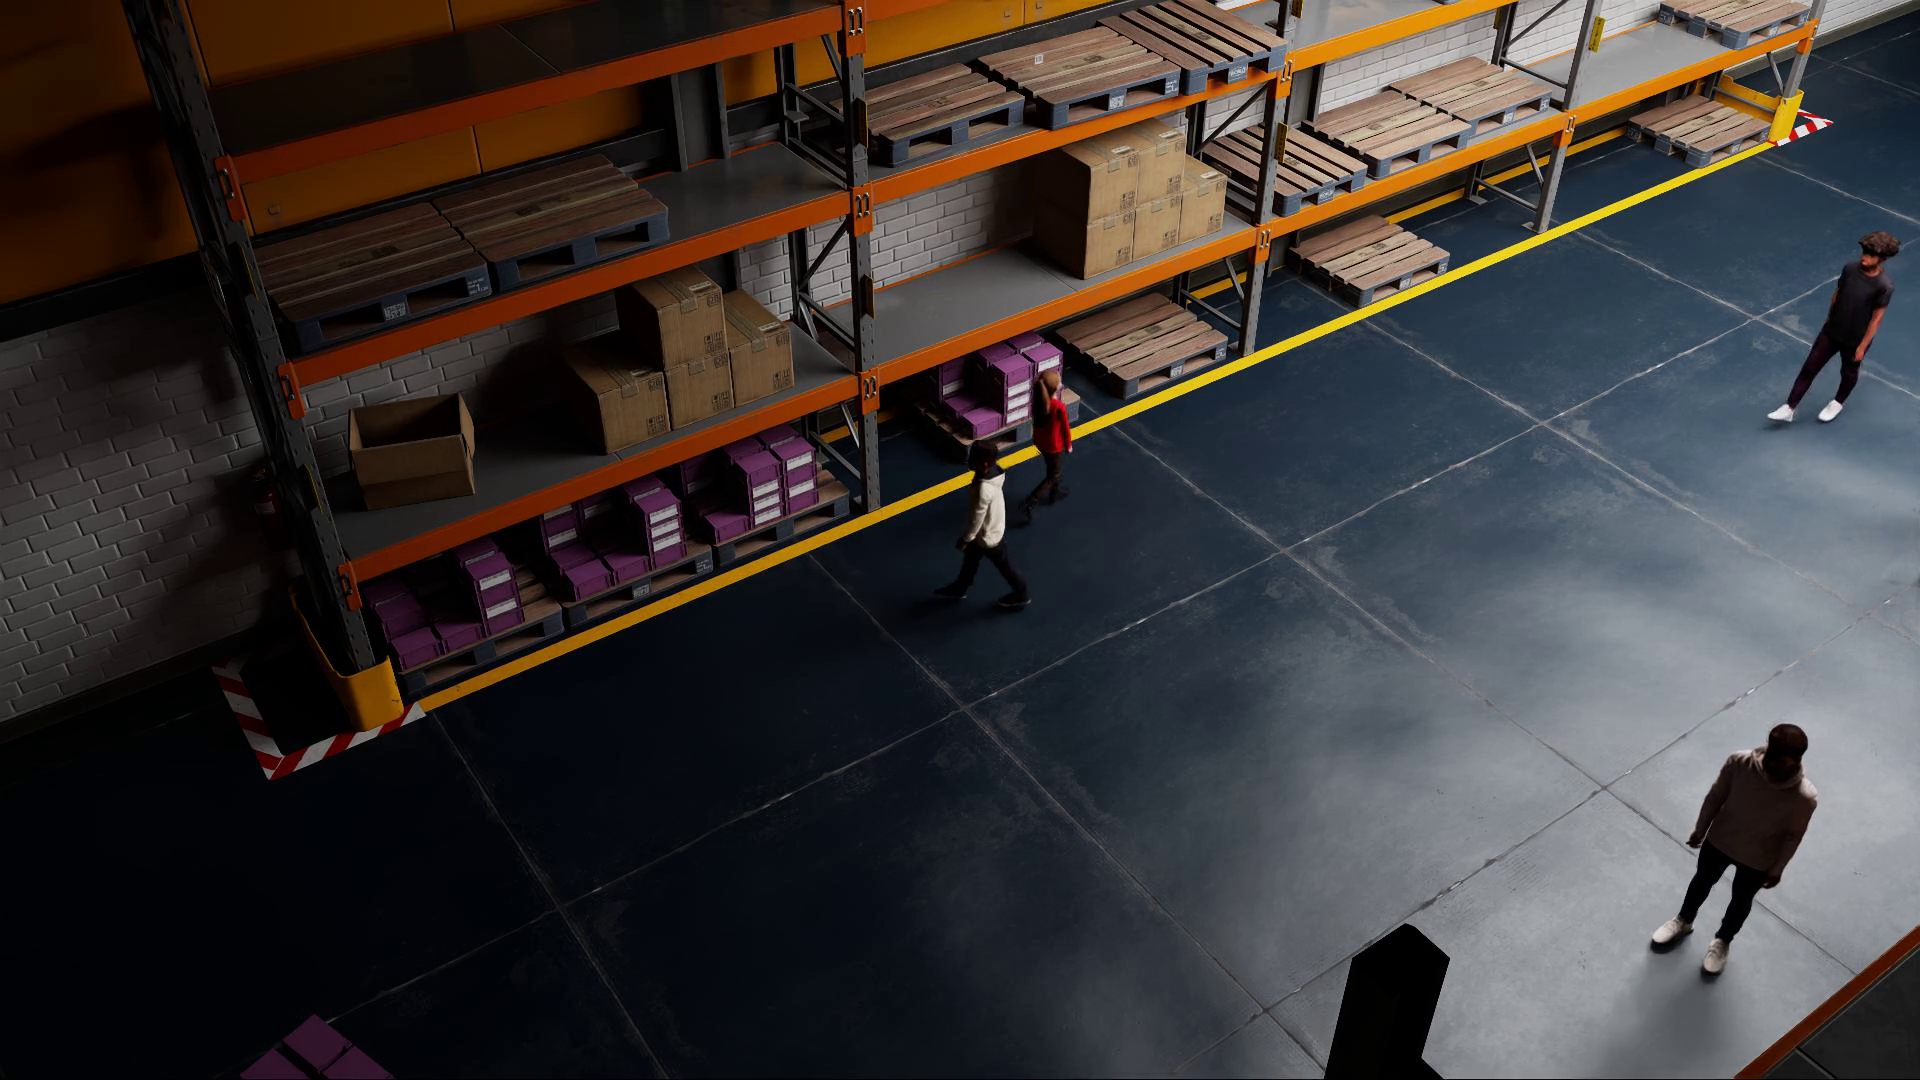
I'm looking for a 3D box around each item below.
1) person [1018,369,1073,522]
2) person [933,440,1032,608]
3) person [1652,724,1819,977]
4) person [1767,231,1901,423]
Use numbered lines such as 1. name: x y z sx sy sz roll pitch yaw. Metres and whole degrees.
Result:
1. person: 0.664 -0.719 12.757 0.839 1.269 0.514 -27 46 -30
2. person: 0.266 -0.083 11.834 1.030 1.427 0.873 -2 39 -3
3. person: 4.378 1.695 9.268 0.713 1.851 0.634 31 48 33
4. person: 7.349 -1.735 13.643 1.001 1.750 0.662 -23 44 -26
